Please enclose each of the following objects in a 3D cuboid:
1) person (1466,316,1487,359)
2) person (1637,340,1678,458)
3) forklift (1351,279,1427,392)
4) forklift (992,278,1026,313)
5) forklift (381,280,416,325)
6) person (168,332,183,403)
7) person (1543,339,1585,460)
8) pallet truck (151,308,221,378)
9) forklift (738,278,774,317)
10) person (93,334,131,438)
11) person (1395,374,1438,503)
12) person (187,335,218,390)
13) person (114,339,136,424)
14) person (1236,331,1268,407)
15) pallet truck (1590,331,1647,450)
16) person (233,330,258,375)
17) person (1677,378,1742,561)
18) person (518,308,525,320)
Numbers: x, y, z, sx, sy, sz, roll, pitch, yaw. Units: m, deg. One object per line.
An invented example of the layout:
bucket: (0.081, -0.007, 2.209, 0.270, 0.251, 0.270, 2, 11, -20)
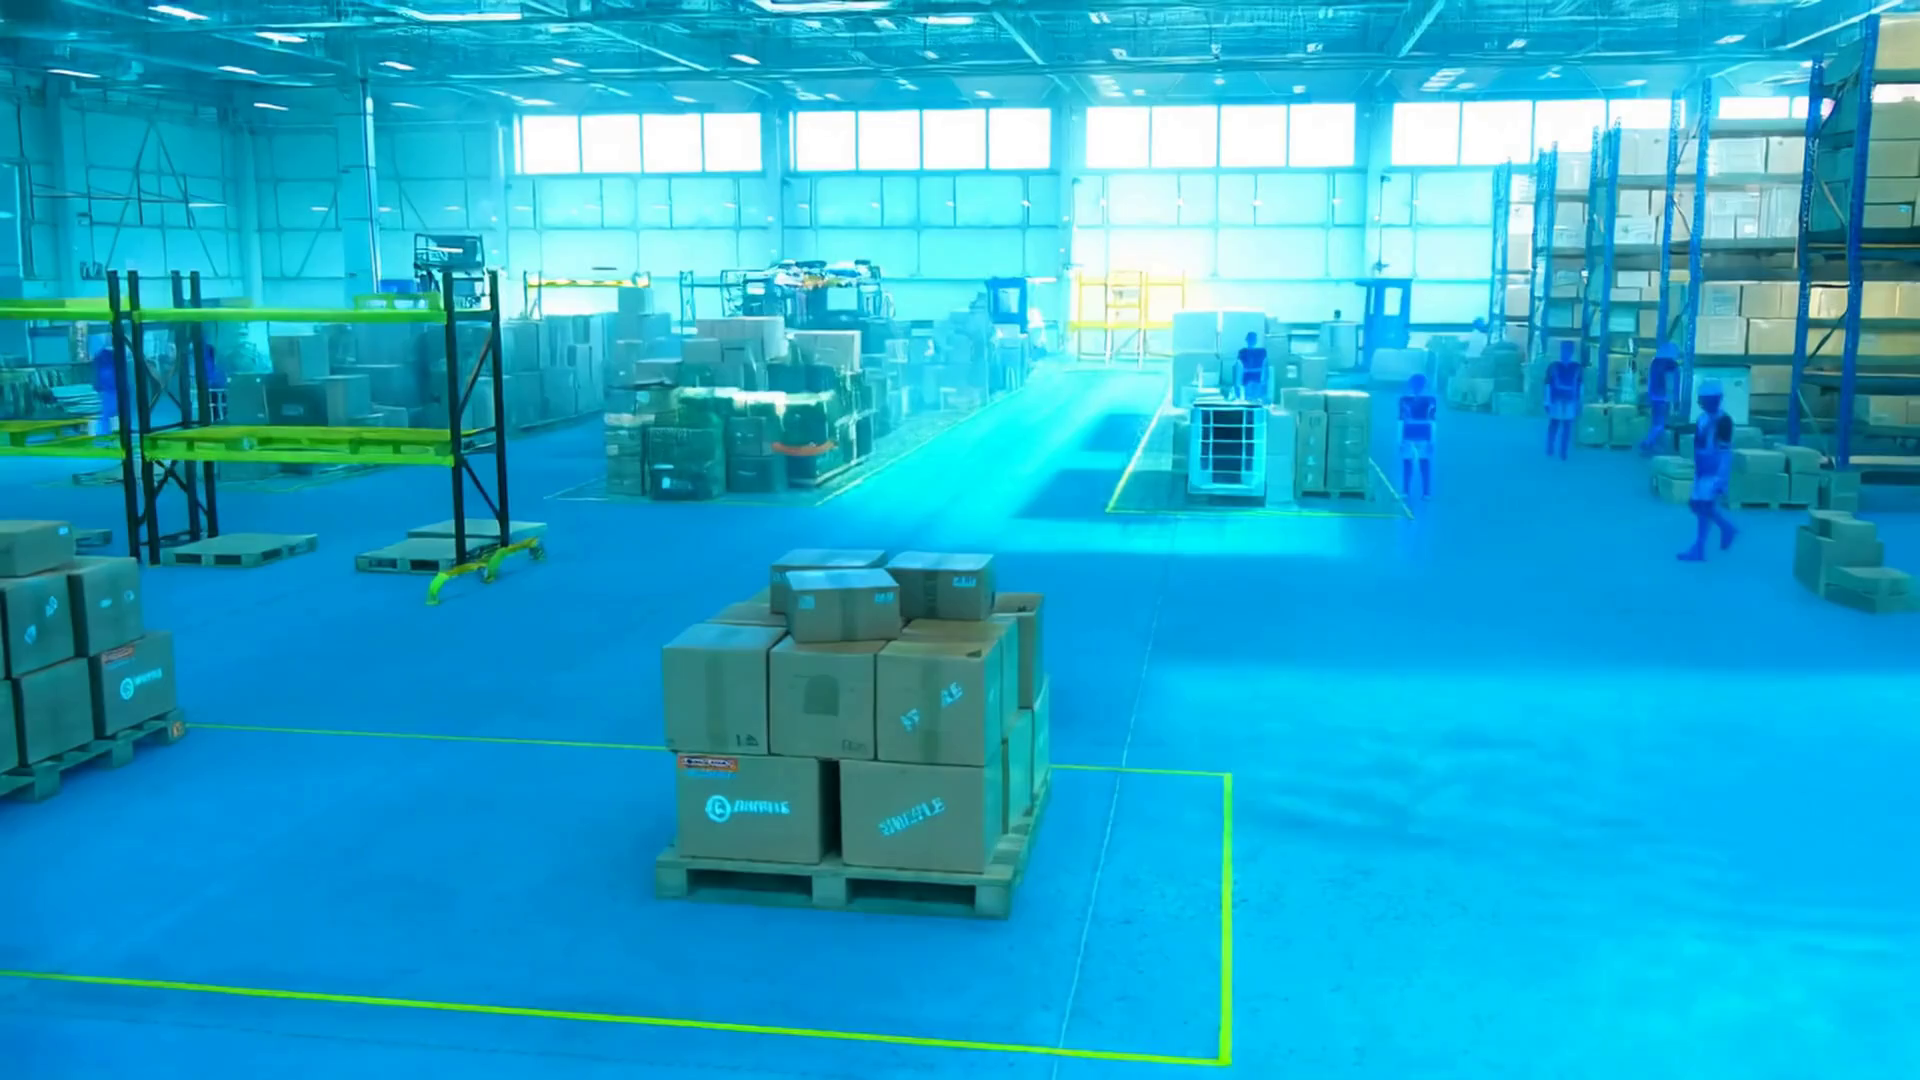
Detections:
person: (12.188, -4.353, 39.617, 0.636, 1.949, 0.691, 3, 10, 17)
person: (11.319, -2.271, 26.884, 0.748, 1.918, 0.651, -3, 10, -16)
forklift: (10.818, -5.155, 41.710, 1.129, 2.768, 1.873, -3, 10, -15)
forklift: (1.362, -5.967, 46.714, 1.129, 2.768, 1.873, 1, 9, 9)
forklift: (-11.956, -4.169, 35.627, 1.873, 2.768, 1.129, 1, 9, 9)
person: (-17.892, -3.936, 38.041, 0.519, 1.633, 0.311, 5, 10, 29)
person: (9.651, -2.239, 26.573, 0.607, 1.951, 0.413, 1, 9, 7)
pallet truck: (-21.869, -5.598, 47.154, 0.823, 1.965, 1.885, 4, 10, 26)
forklift: (-5.447, -5.613, 44.531, 1.129, 2.768, 1.873, -8, 12, -39)
person: (-15.001, -2.685, 29.431, 0.651, 1.917, 0.450, 4, 10, 22)
person: (5.958, -1.324, 21.736, 0.540, 1.690, 0.317, 0, 9, -2)
person: (-14.845, -3.198, 32.621, 0.630, 1.922, 0.658, 0, 9, 3)
person: (-16.638, -3.188, 32.949, 0.529, 1.789, 0.983, -7, 11, -36)
person: (5.368, -2.869, 30.572, 0.591, 1.916, 0.383, -2, 9, -10)
pallet truck: (11.253, -2.573, 28.499, 0.823, 1.965, 1.885, 5, 10, 27)
person: (-15.676, -3.744, 36.504, 0.492, 1.742, 0.324, -3, 10, -16)
person: (7.899, -0.731, 17.397, 0.655, 1.920, 0.549, -1, 9, -6)
person: (-13.229, -6.060, 50.342, 1.029, 1.881, 0.553, 5, 10, 27)
